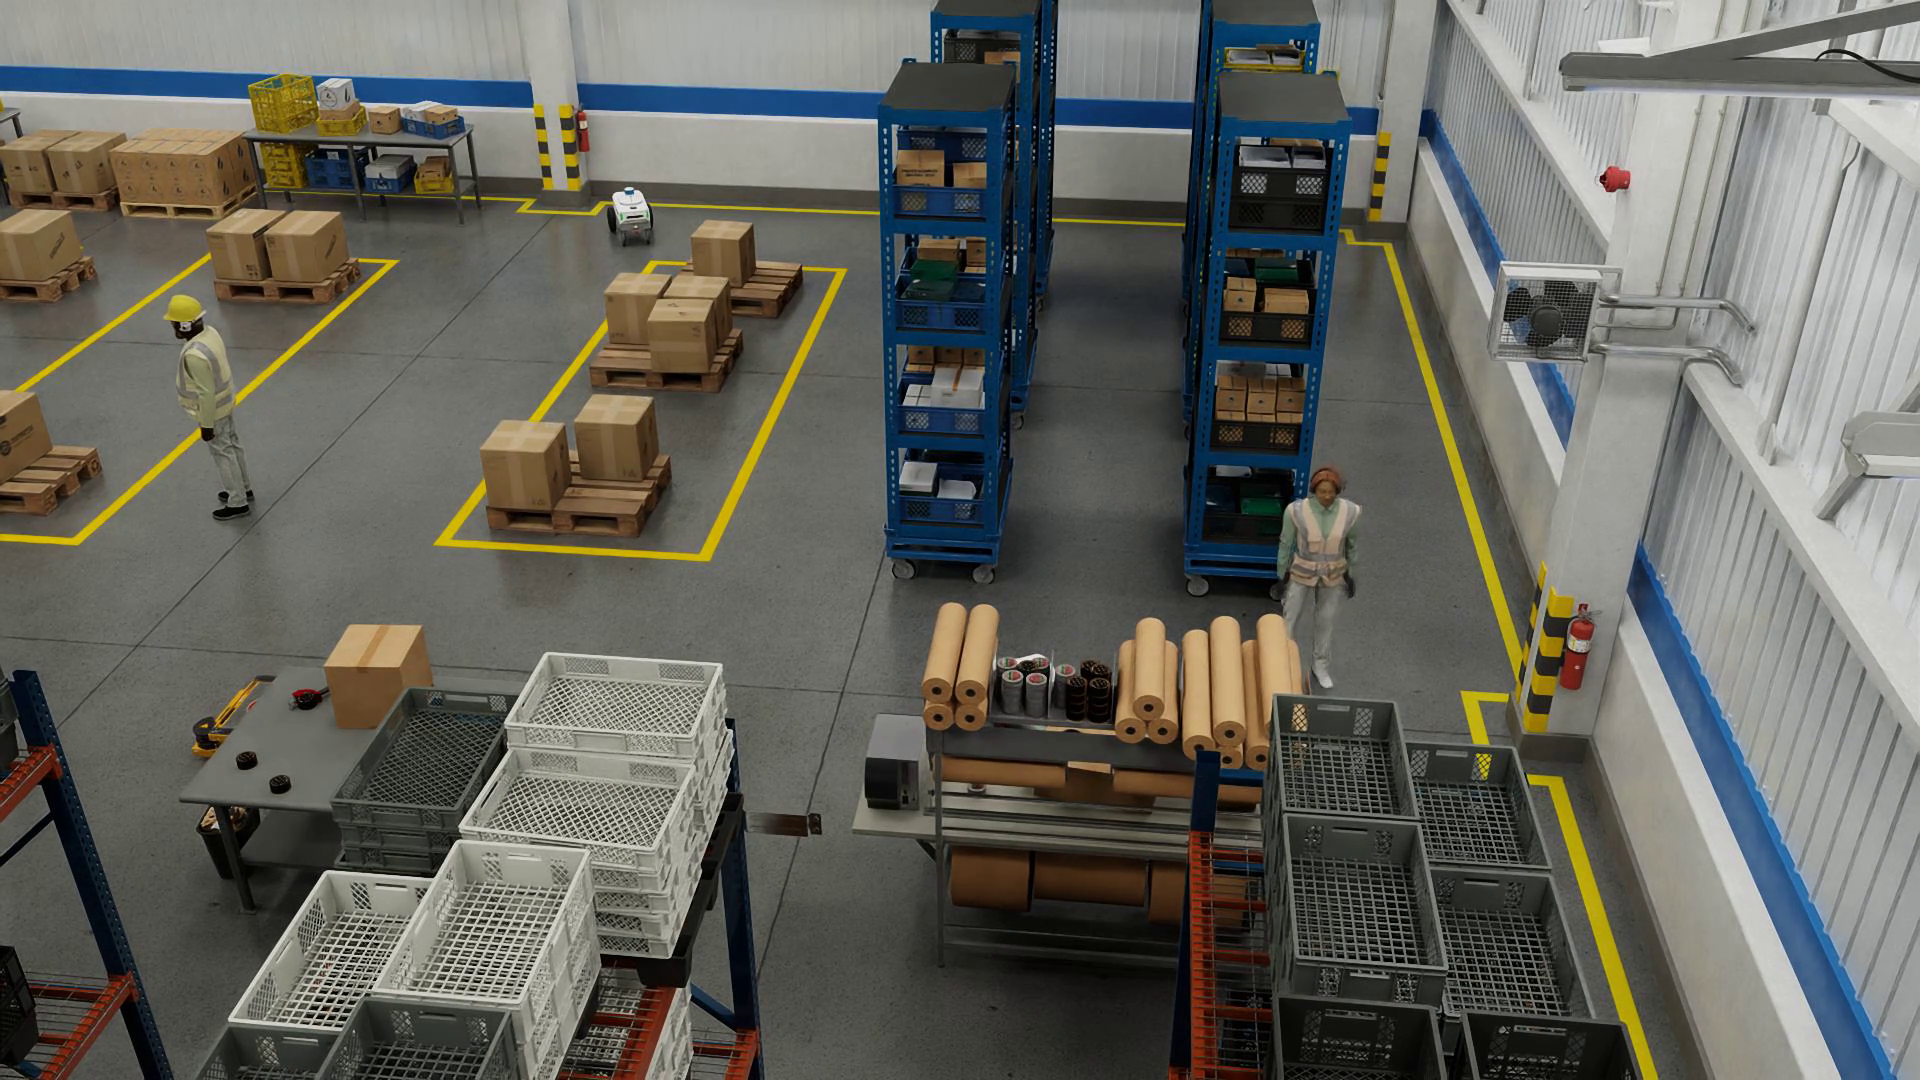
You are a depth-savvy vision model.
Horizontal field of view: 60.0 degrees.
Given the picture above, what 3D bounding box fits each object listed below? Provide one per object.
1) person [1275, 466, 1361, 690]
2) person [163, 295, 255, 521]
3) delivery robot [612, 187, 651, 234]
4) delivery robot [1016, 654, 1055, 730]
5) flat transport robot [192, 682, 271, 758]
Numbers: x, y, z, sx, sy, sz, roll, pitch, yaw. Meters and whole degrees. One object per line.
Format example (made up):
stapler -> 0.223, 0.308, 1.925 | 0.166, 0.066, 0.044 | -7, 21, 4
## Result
person -> 2.327, 0.246, 10.879 | 0.545, 1.634, 0.315 | 0, 30, 0
person -> -5.810, -1.033, 12.879 | 0.404, 1.830, 0.603 | -6, 31, -10
delivery robot -> -3.685, -3.706, 18.641 | 0.477, 0.478, 0.707 | -9, 31, -14
delivery robot -> 0.542, 1.008, 10.544 | 0.477, 0.478, 0.707 | -14, 33, -22
flat transport robot -> -4.089, 1.163, 10.648 | 1.431, 0.197, 0.652 | 3, 30, 6
